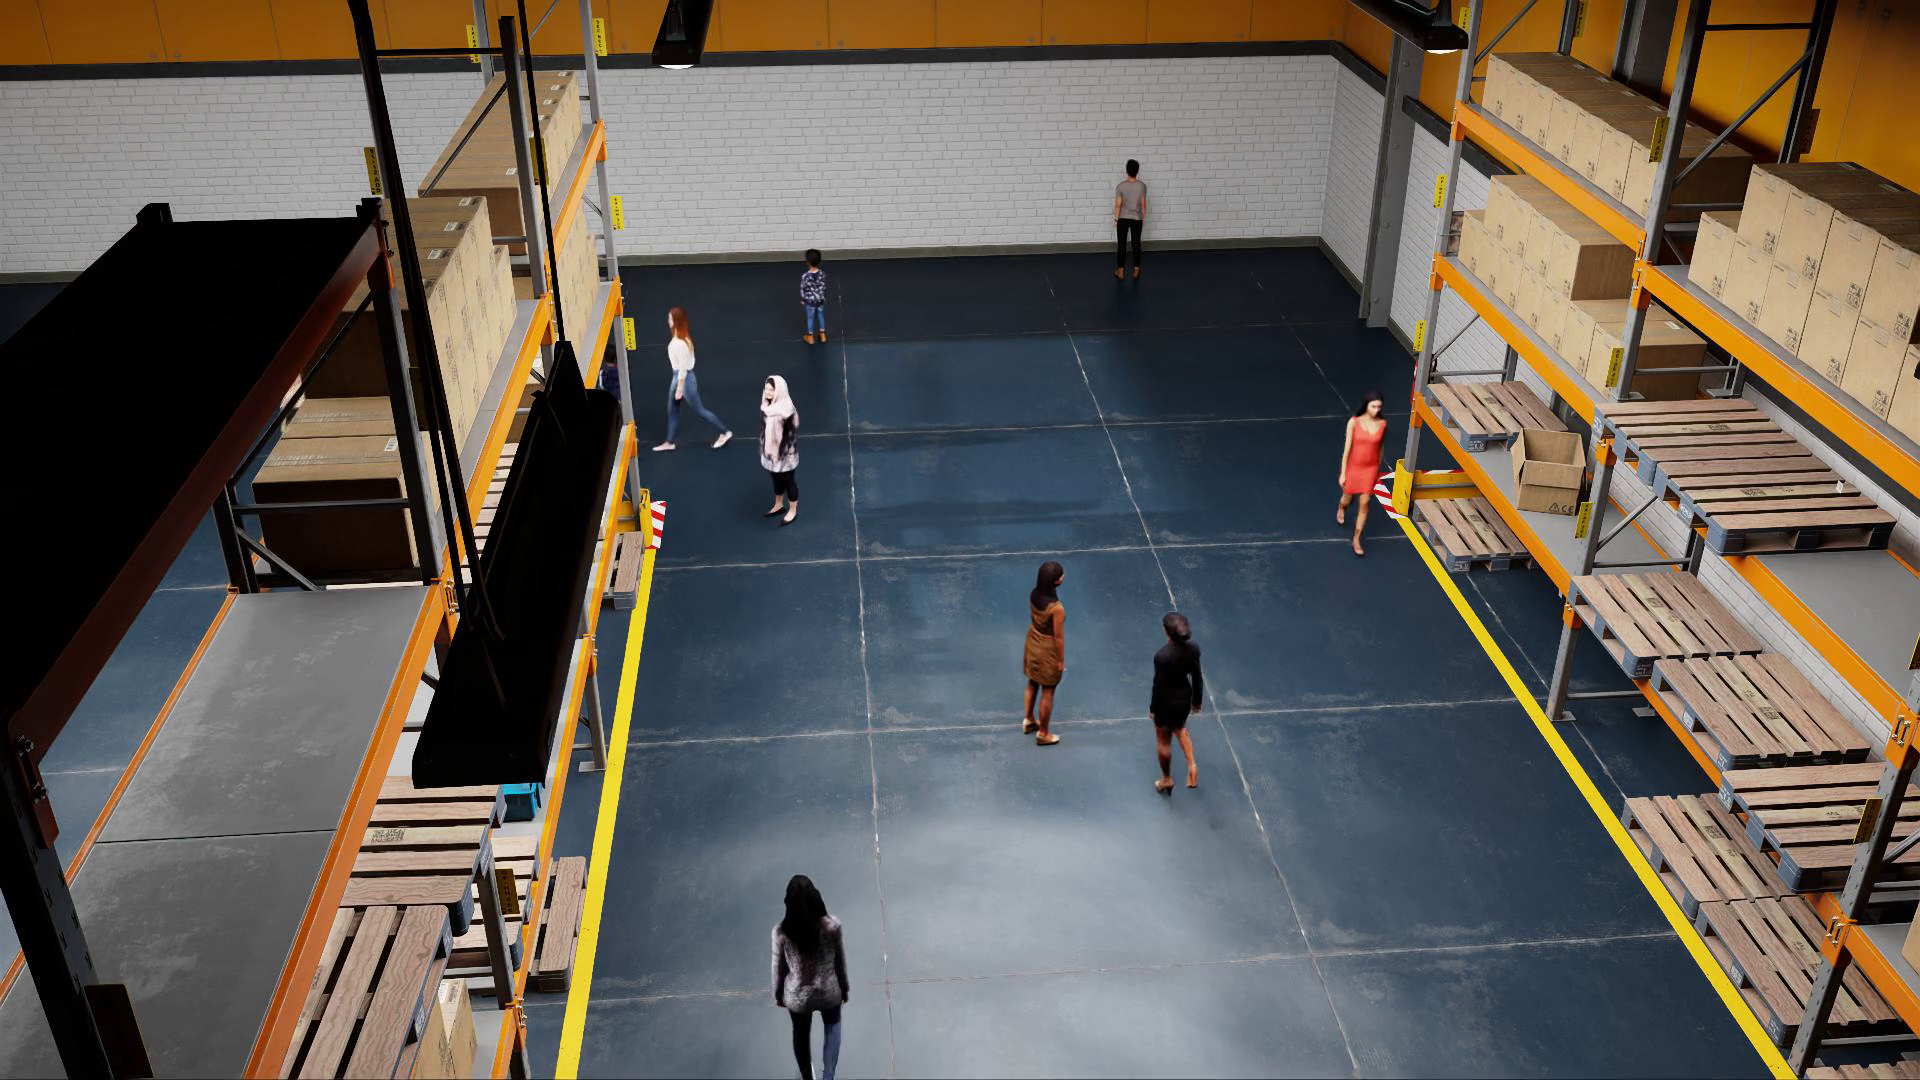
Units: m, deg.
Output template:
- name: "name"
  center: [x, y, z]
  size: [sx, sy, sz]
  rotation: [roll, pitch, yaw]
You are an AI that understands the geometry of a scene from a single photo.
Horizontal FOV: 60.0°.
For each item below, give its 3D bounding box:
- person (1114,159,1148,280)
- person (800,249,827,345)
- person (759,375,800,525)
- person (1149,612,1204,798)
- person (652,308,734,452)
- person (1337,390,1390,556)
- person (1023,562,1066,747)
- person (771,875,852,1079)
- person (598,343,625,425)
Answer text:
- name: "person"
  center: [2.423, -4.586, 23.711]
  size: [0.604, 1.725, 0.520]
  rotation: [-2, 29, -3]
- name: "person"
  center: [-1.899, -3.176, 21.623]
  size: [0.573, 1.249, 0.596]
  rotation: [-15, 32, -25]
- name: "person"
  center: [-1.854, -0.950, 17.139]
  size: [0.748, 1.635, 0.809]
  rotation: [22, 36, 35]
- name: "person"
  center: [1.709, 1.338, 12.952]
  size: [0.721, 1.627, 0.806]
  rotation: [-15, 32, -26]
- name: "person"
  center: [-2.967, -1.764, 18.566]
  size: [0.818, 1.698, 1.130]
  rotation: [-10, 30, -17]
- name: "person"
  center: [3.992, -0.731, 16.668]
  size: [0.629, 1.702, 0.946]
  rotation: [-1, 29, -1]
- name: "person"
  center: [0.689, 0.922, 13.656]
  size: [0.699, 1.684, 0.589]
  rotation: [-17, 33, -28]
- name: "person"
  center: [-0.902, 2.810, 10.160]
  size: [0.627, 1.718, 0.722]
  rotation: [-3, 29, -6]
- name: "person"
  center: [-3.894, -1.636, 18.848]
  size: [0.815, 1.202, 0.910]
  rotation: [-25, 37, -37]
